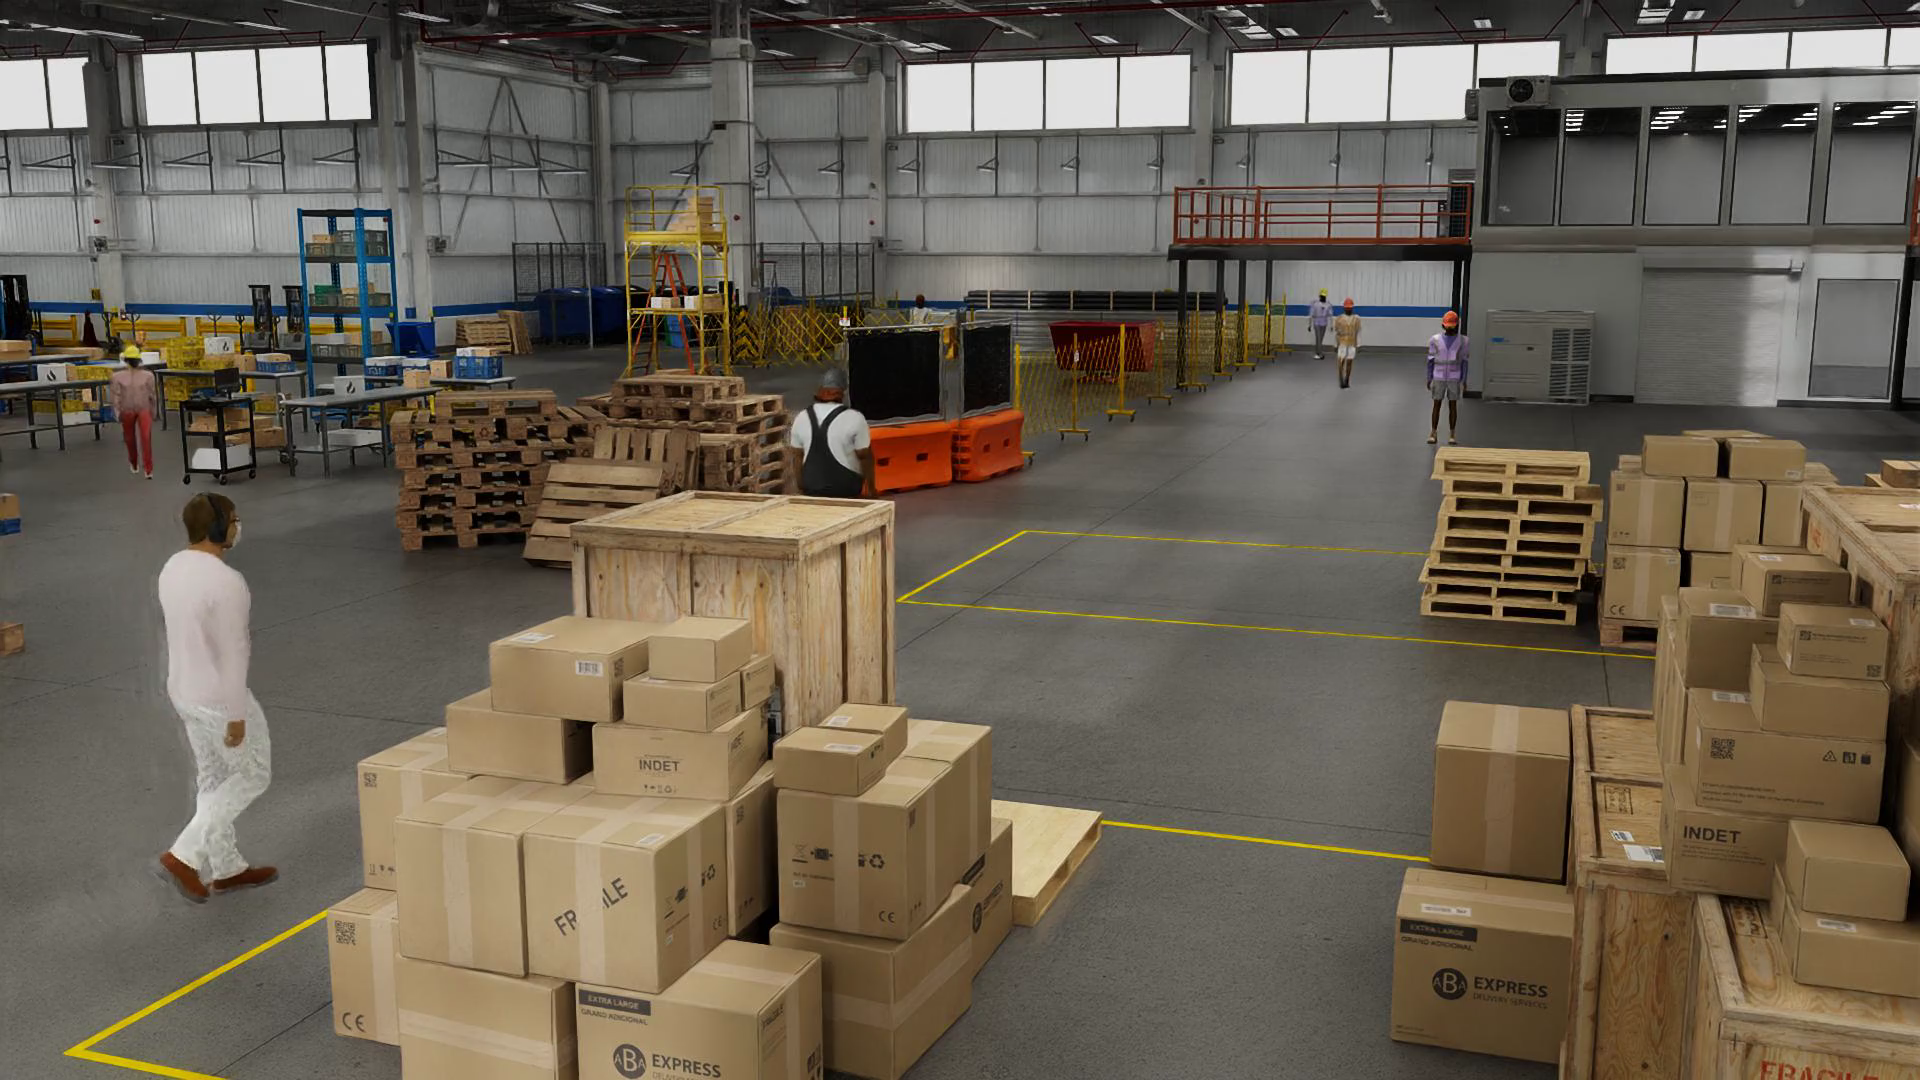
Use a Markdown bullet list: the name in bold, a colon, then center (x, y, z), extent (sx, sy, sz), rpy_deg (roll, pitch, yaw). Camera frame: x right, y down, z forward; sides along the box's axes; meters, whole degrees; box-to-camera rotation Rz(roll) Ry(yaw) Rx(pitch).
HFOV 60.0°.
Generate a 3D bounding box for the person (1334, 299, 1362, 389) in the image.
- **person**: center (8.194, -4.125, 35.099), extent (0.549, 1.891, 0.963), rpy_deg (1, 10, 4)

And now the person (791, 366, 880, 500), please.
- **person**: center (-1.009, -0.504, 14.279), extent (0.693, 2.000, 0.839), rpy_deg (5, 11, 28)

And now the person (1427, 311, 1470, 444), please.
- **person**: center (7.429, -2.470, 25.356), extent (0.605, 2.039, 0.386), rpy_deg (4, 11, 19)

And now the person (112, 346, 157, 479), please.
- **person**: center (-10.819, -1.692, 21.837), extent (0.516, 1.731, 0.879), rpy_deg (-5, 11, -25)

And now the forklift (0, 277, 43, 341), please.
- **forklift**: center (-27.151, -6.329, 46.328), extent (1.157, 1.987, 2.680), rpy_deg (3, 11, 17)

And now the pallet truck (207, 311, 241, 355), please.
- **pallet truck**: center (-19.537, -5.575, 44.913), extent (0.653, 1.274, 1.630), rpy_deg (3, 11, 19)

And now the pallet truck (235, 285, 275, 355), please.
- **pallet truck**: center (-18.327, -5.835, 44.421), extent (0.823, 1.965, 1.885), rpy_deg (4, 11, 23)

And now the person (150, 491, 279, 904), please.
- **person**: center (-3.461, 0.739, 7.600), extent (0.631, 1.927, 0.535), rpy_deg (8, 13, 37)

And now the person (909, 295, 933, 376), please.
- **person**: center (-0.922, -4.753, 38.653), extent (0.573, 1.883, 0.355), rpy_deg (4, 11, 19)

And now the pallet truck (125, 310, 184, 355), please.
- **pallet truck**: center (-22.038, -5.665, 45.457), extent (0.704, 1.261, 1.522), rpy_deg (3, 11, 17)

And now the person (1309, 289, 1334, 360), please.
- **person**: center (9.546, -5.670, 43.863), extent (0.603, 1.862, 1.054), rpy_deg (-1, 10, -7)

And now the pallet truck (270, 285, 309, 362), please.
- **pallet truck**: center (-17.147, -5.700, 43.663), extent (0.823, 1.965, 1.885), rpy_deg (3, 11, 17)

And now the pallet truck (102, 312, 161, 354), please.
- **pallet truck**: center (-23.057, -5.777, 46.261), extent (0.680, 1.201, 1.601), rpy_deg (3, 11, 19)
